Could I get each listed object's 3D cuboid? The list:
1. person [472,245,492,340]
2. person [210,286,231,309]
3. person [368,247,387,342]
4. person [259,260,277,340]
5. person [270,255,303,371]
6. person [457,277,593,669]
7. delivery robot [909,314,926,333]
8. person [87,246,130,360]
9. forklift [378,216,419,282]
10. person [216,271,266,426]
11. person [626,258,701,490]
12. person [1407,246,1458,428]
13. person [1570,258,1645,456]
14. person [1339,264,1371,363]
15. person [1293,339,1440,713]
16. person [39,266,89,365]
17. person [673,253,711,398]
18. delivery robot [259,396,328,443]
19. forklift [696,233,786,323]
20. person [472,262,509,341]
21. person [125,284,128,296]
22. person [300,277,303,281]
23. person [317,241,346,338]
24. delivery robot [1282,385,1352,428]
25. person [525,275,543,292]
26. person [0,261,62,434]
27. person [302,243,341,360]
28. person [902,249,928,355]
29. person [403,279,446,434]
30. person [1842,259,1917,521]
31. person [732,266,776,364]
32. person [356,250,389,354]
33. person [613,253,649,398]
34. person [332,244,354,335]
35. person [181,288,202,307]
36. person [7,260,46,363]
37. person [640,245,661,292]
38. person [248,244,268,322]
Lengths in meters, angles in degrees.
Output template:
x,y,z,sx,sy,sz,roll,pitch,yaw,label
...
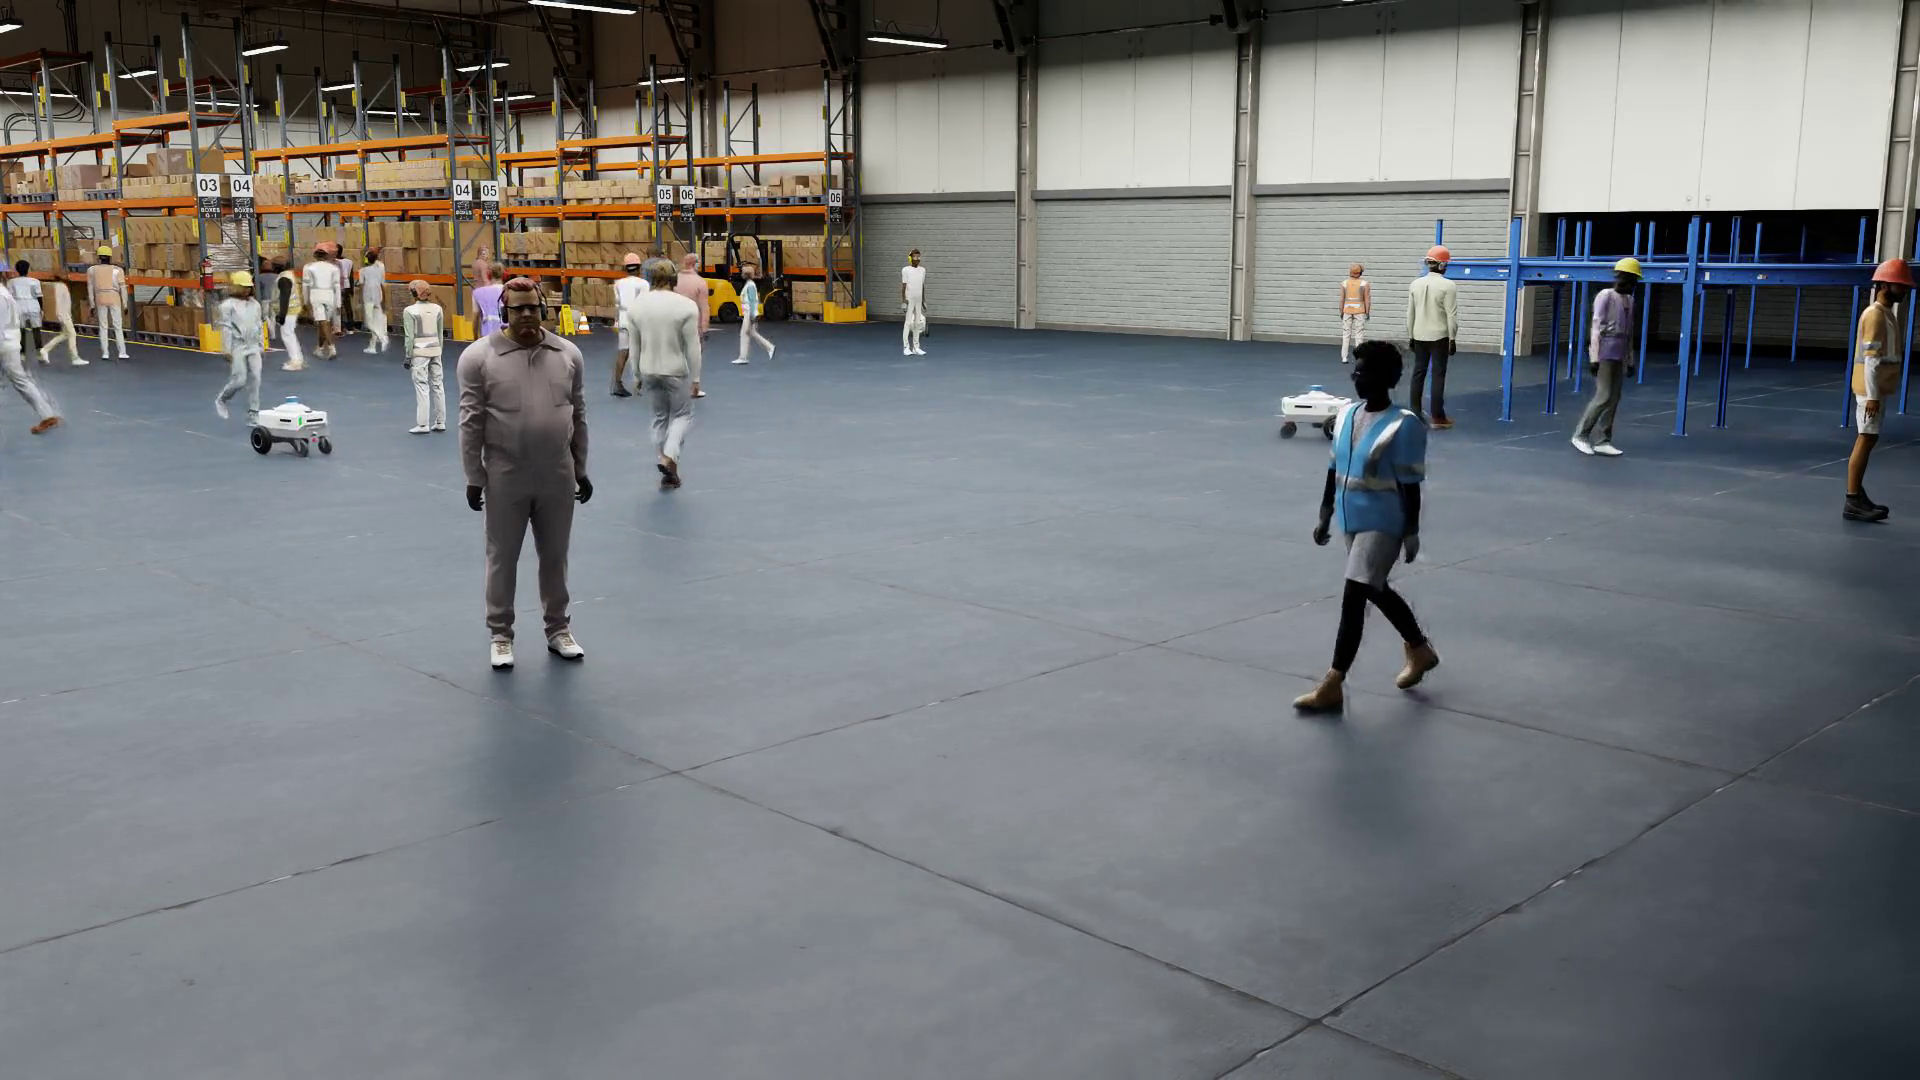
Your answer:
x,y,z,sx,sy,sz,roll,pitch,yaw,label
-9.504,-4.932,33.289,0.410,1.909,0.642,-7,12,-32,person
-16.278,-5.557,36.610,0.603,1.937,0.402,3,11,16,person
-11.606,-4.884,33.093,0.356,1.883,0.574,0,10,-2,person
-13.948,-4.841,33.588,0.509,1.610,0.629,-8,13,-35,person
-10.608,-3.568,26.156,0.433,1.801,0.700,-4,11,-21,person
-2.121,-0.332,8.208,0.652,1.906,0.403,-7,12,-32,person
-0.901,-4.613,35.096,0.477,0.478,0.707,0,10,-2,delivery robot
-14.572,-4.047,28.435,0.628,1.921,0.397,-3,11,-15,person
-17.868,-9.201,54.028,1.873,2.768,1.129,-10,14,-44,forklift
-8.022,-2.130,18.533,0.536,1.725,0.483,6,12,29,person
-2.453,-1.362,13.792,0.629,1.924,0.538,2,11,10,person
5.234,-2.242,18.416,0.422,1.999,0.628,-8,13,-38,person
6.273,-1.761,16.034,0.636,1.893,0.449,-8,13,-39,person
6.534,-3.743,27.535,0.524,1.639,0.306,7,12,32,person
1.902,-0.087,7.549,0.862,1.663,0.534,-5,11,-23,person
-14.761,-3.685,27.284,0.669,1.611,0.504,-4,11,-22,person
-3.567,-2.789,21.691,0.657,1.882,0.567,6,12,28,person
-6.517,-1.159,16.252,0.707,0.478,0.477,7,13,33,delivery robot
-5.496,-6.489,41.108,2.313,2.155,1.214,-10,14,-44,forklift
-5.383,-2.331,19.426,0.570,1.789,0.972,-4,11,-21,person
-20.106,-6.147,39.611,0.610,2.019,0.790,-9,13,-39,person
-18.962,-7.699,48.413,0.555,1.890,0.971,9,14,39,person
-13.048,-5.188,34.482,0.550,1.979,0.643,6,12,28,person
3.748,-1.386,17.499,0.707,0.478,0.477,3,11,16,delivery robot
-11.521,-6.965,44.941,0.536,1.696,0.322,-9,14,-41,person
-10.113,-2.051,17.603,0.979,1.904,0.619,-7,12,-32,person
-10.909,-4.096,28.533,0.605,1.987,1.057,-9,14,-41,person
-0.802,-4.226,29.536,0.515,1.872,0.333,-8,13,-37,person
-5.734,-1.963,17.827,0.307,1.641,0.514,6,12,29,person
6.878,-1.124,12.445,0.363,1.934,0.553,7,12,32,person
-3.420,-3.720,27.464,0.688,1.614,0.526,-2,11,-10,person
-10.503,-4.258,29.775,0.704,1.852,0.536,7,12,33,person
-4.322,-2.832,21.932,0.557,1.879,1.022,4,11,22,person
-13.248,-5.362,35.600,0.382,1.918,0.597,9,14,40,person
-18.050,-5.958,39.005,0.702,1.861,0.586,8,13,38,person
-15.583,-3.816,27.777,0.532,1.697,0.319,-3,11,-18,person
-6.307,-5.139,34.408,0.819,1.917,0.634,10,14,43,person
-16.650,-6.083,39.376,0.628,1.977,0.706,-9,14,-40,person
